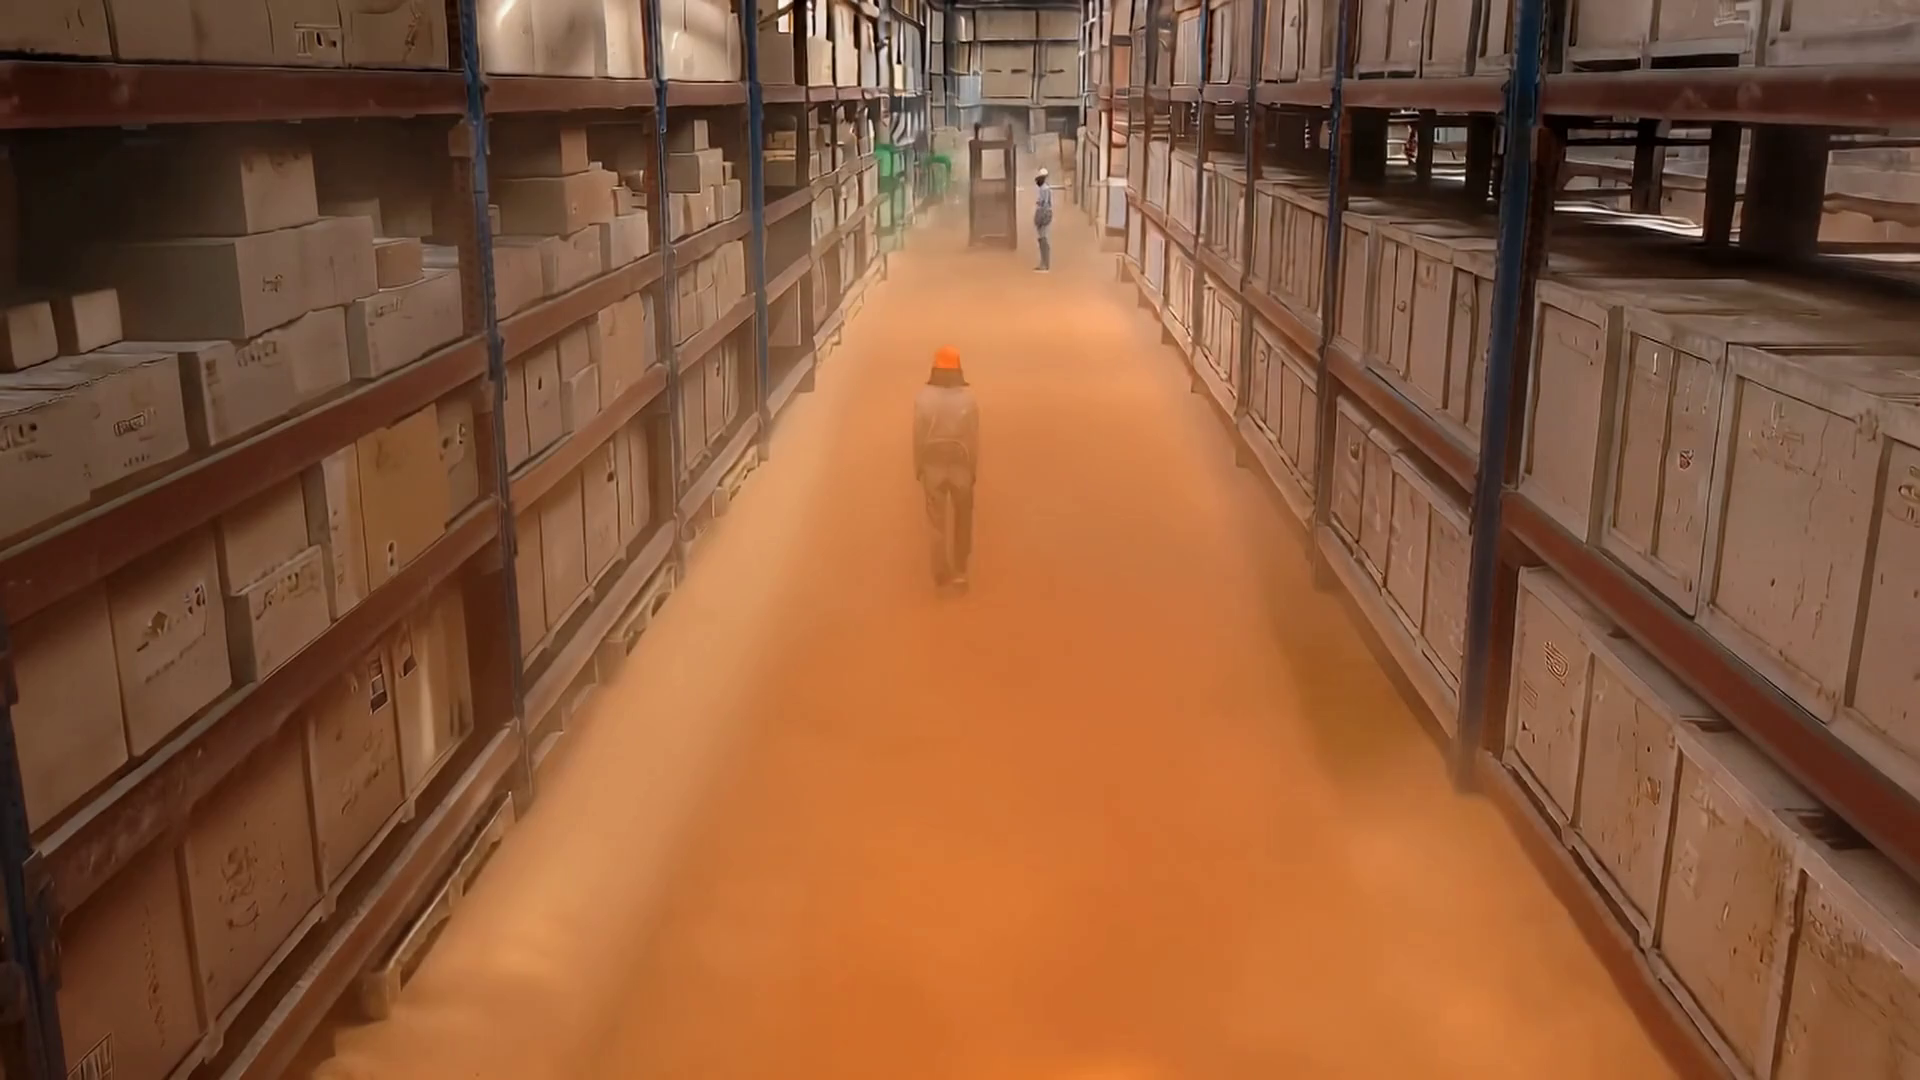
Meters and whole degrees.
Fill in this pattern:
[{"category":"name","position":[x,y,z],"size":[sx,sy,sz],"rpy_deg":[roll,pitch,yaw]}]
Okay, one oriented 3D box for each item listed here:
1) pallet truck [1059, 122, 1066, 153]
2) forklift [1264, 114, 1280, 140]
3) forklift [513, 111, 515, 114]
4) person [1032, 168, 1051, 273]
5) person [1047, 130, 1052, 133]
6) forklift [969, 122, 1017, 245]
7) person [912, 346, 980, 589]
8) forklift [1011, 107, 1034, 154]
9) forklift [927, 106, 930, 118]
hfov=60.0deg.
[{"category":"pallet truck","position":[5.788,-21.111,88.014],"size":[1.885,1.965,0.823],"rpy_deg":[5,16,18]},{"category":"forklift","position":[11.017,-13.909,59.544],"size":[1.129,2.768,1.873],"rpy_deg":[0,15,2]},{"category":"forklift","position":[-18.267,-16.752,70.120],"size":[1.129,2.768,1.873],"rpy_deg":[0,15,2]},{"category":"person","position":[1.606,-6.315,32.877],"size":[0.379,2.041,0.616],"rpy_deg":[4,15,14]},{"category":"person","position":[4.602,-20.501,86.500],"size":[0.553,1.603,0.629],"rpy_deg":[-1,15,-3]},{"category":"forklift","position":[0.776,-8.396,39.030],"size":[1.129,2.768,1.873],"rpy_deg":[0,15,1]},{"category":"person","position":[-0.099,-0.530,11.950],"size":[0.490,1.723,0.598],"rpy_deg":[1,15,3]},{"category":"forklift","position":[2.868,-19.811,81.503],"size":[1.873,2.768,1.129],"rpy_deg":[10,18,32]},{"category":"forklift","position":[-1.924,-21.395,87.397],"size":[1.129,2.768,1.873],"rpy_deg":[0,15,2]}]
